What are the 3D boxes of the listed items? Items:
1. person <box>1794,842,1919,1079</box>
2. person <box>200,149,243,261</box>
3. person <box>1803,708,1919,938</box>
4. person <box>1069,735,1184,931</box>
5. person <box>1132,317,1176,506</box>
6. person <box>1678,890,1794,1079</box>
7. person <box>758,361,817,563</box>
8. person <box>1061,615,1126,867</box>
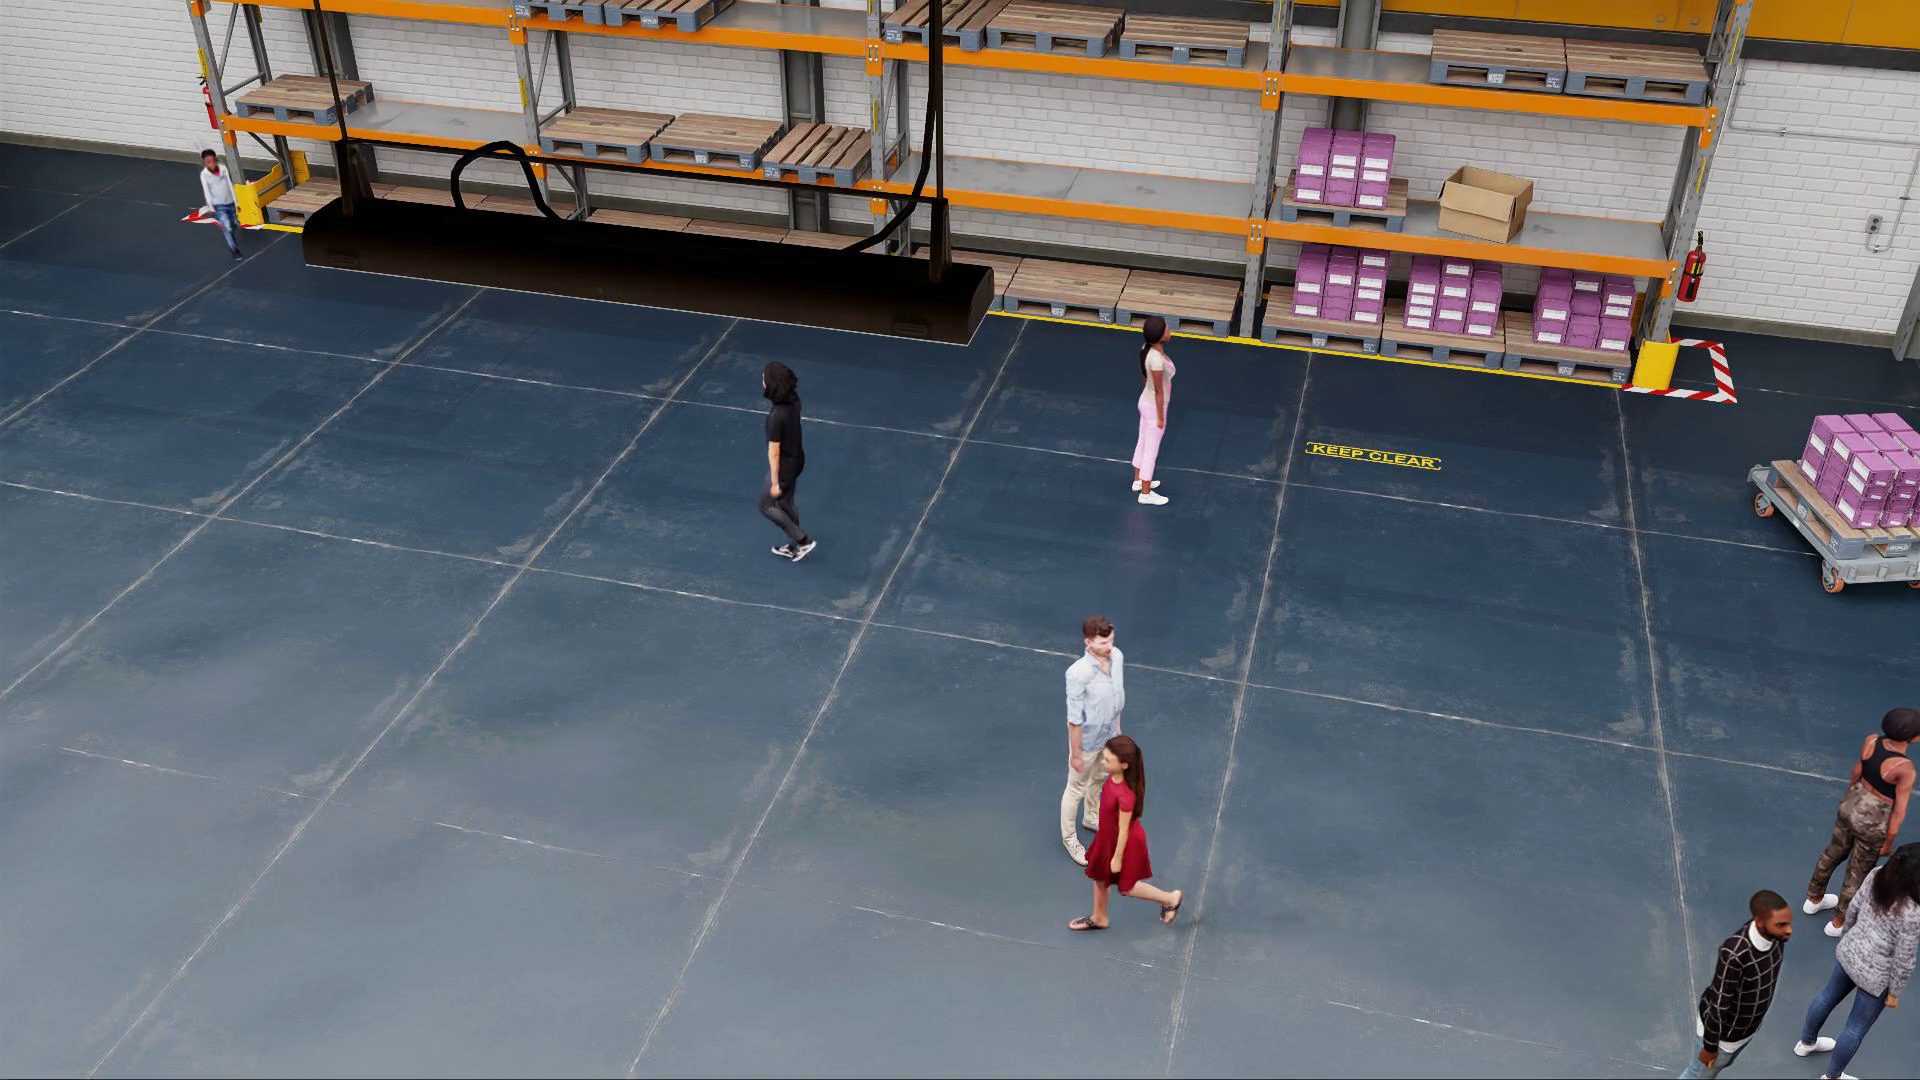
[{"bbox_3d":[5.019,2.323,9.182,0.660,1.731,0.690,-4,34,-7],"label":"person"},{"bbox_3d":[-8.391,-3.856,18.920,0.765,1.243,0.891,-24,41,-32],"label":"person"},{"bbox_3d":[5.527,1.700,10.147,0.671,1.699,0.656,-7,34,-10],"label":"person"},{"bbox_3d":[1.044,1.819,10.117,1.004,1.535,0.796,-5,34,-8],"label":"person"},{"bbox_3d":[1.663,-1.135,14.376,0.637,1.741,0.641,-5,34,-7],"label":"person"},{"bbox_3d":[4.057,2.525,8.797,0.743,1.821,0.768,-24,40,-31],"label":"person"},{"bbox_3d":[-1.355,-0.587,13.483,0.716,1.816,0.683,12,36,18],"label":"person"},{"bbox_3d":[0.856,1.244,10.700,0.724,1.848,0.734,28,43,35],"label":"person"}]
